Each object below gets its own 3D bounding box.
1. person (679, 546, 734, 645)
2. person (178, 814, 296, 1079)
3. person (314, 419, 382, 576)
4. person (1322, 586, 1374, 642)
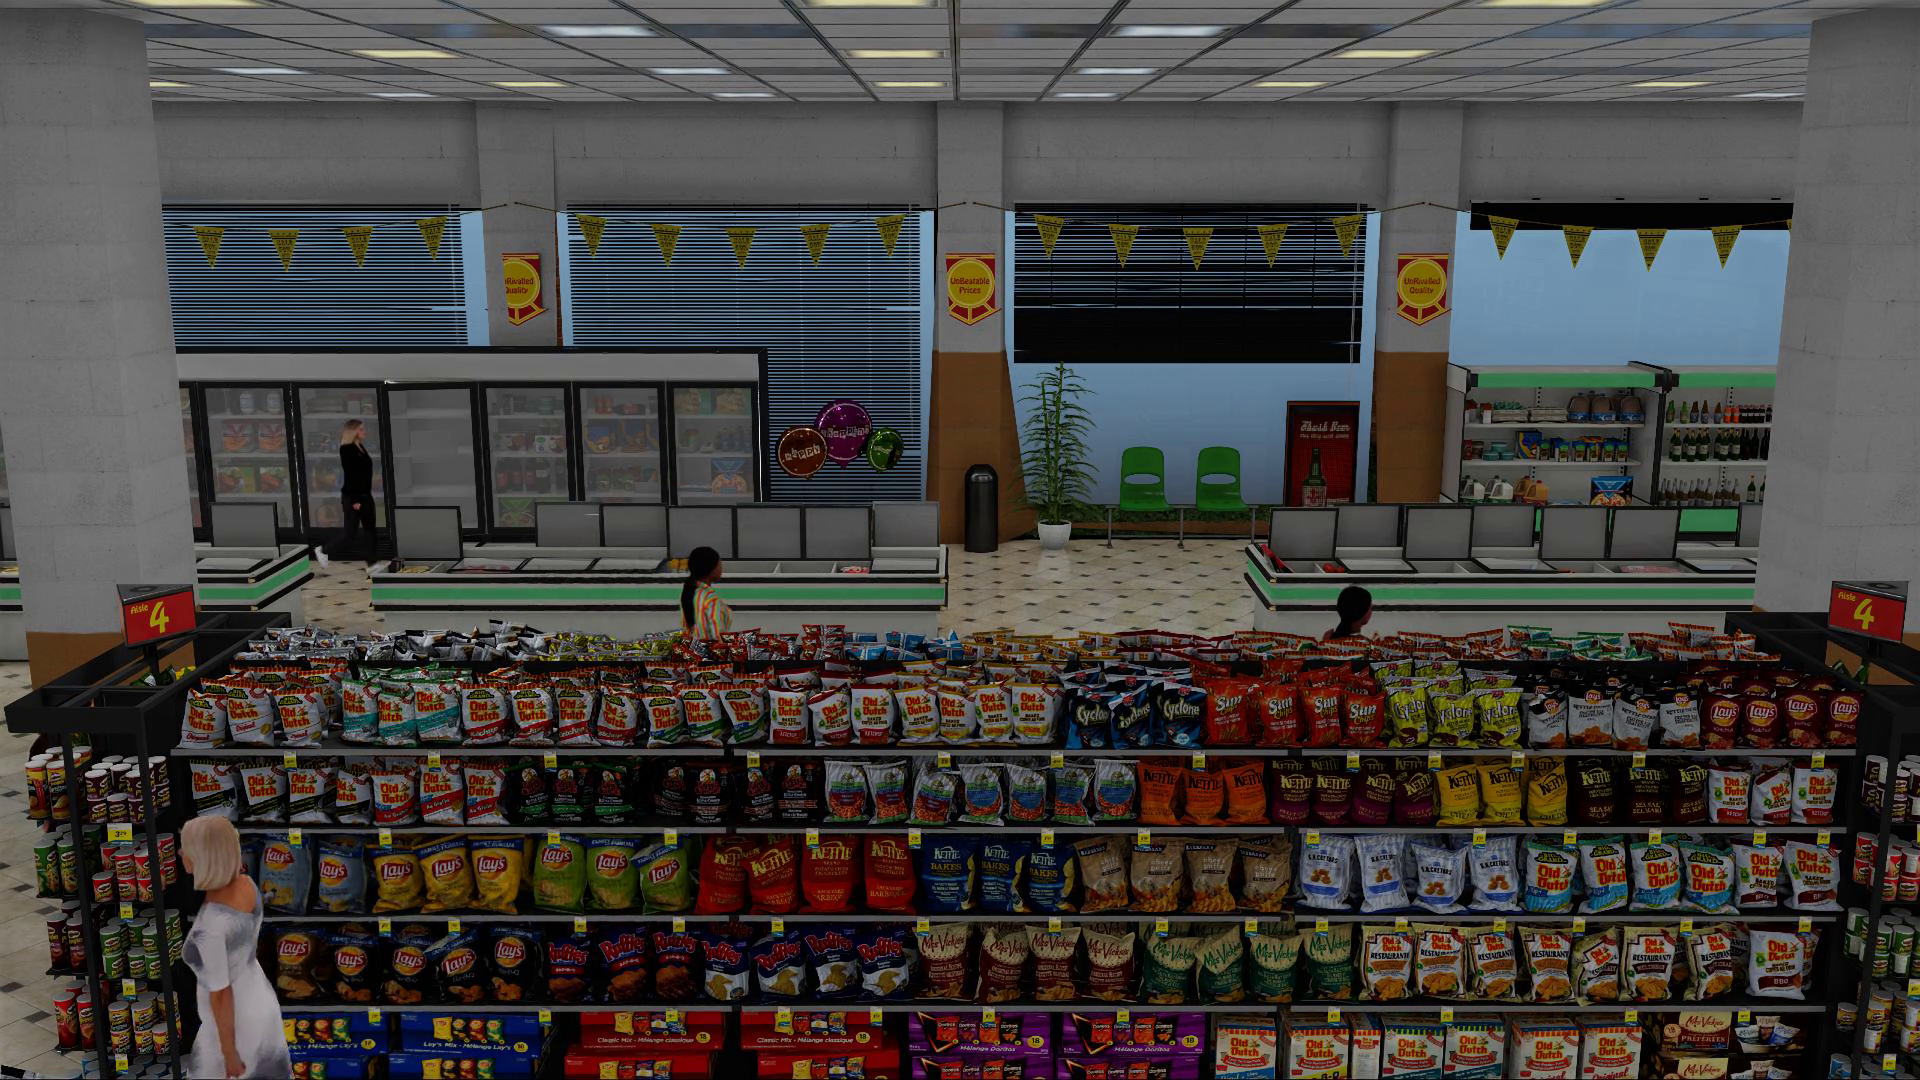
[{"bbox_3d":[-1.658,0.917,10.876,0.729,1.792,0.677,-11,16,-42],"label":"person"},{"bbox_3d":[-2.707,1.889,6.457,1.088,1.711,0.600,1,12,3],"label":"person"},{"bbox_3d":[-6.458,-0.418,17.529,1.007,1.663,0.612,0,12,1],"label":"person"},{"bbox_3d":[2.298,1.134,9.942,0.685,1.753,0.641,-10,15,-39],"label":"person"}]
